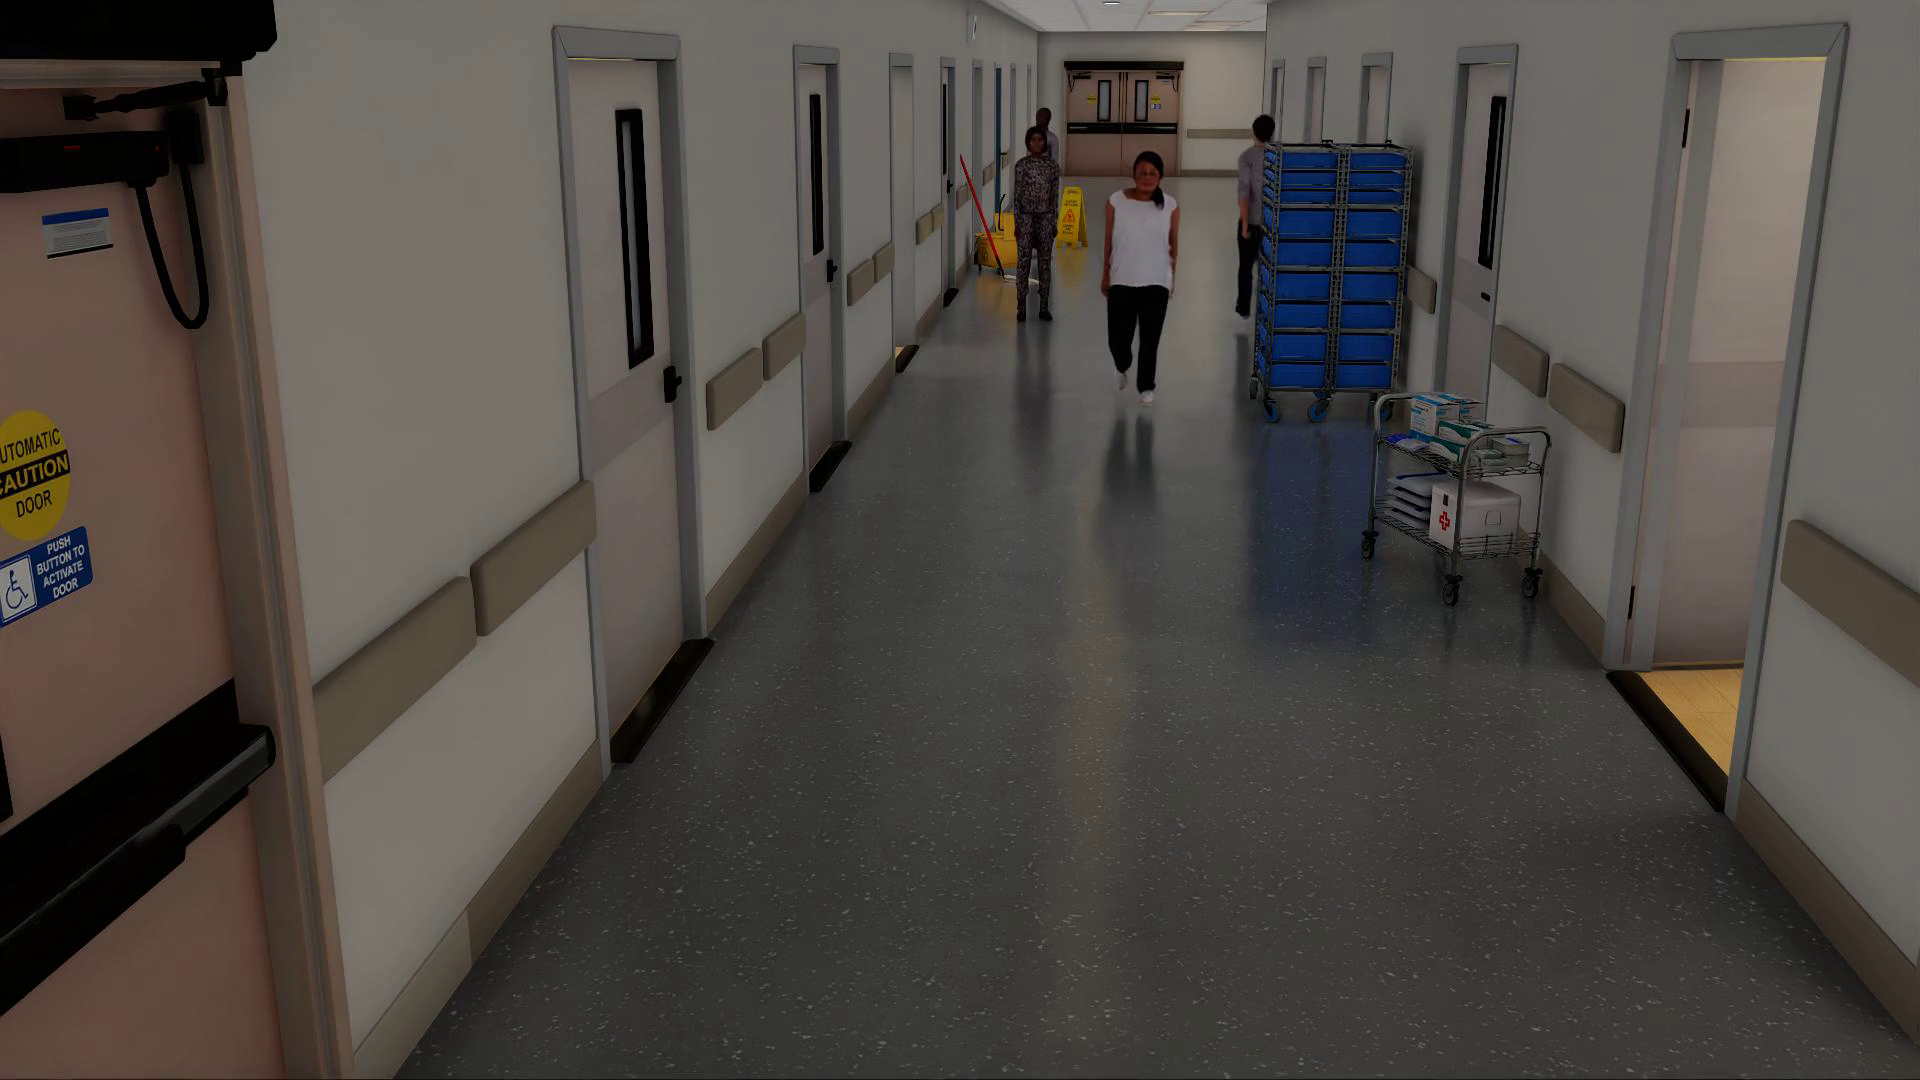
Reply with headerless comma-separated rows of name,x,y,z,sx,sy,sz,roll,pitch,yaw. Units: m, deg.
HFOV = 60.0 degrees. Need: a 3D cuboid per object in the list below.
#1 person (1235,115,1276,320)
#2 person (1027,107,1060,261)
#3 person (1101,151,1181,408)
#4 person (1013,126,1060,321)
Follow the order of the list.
person,2.621,-2.677,14.271,0.895,1.767,1.328,-4,16,-13
person,0.981,-4.243,19.819,0.697,1.772,0.730,14,21,40
person,1.208,-1.757,11.182,0.669,1.673,0.743,2,16,7
person,0.681,-2.843,14.960,0.616,1.714,0.619,-2,16,-6
